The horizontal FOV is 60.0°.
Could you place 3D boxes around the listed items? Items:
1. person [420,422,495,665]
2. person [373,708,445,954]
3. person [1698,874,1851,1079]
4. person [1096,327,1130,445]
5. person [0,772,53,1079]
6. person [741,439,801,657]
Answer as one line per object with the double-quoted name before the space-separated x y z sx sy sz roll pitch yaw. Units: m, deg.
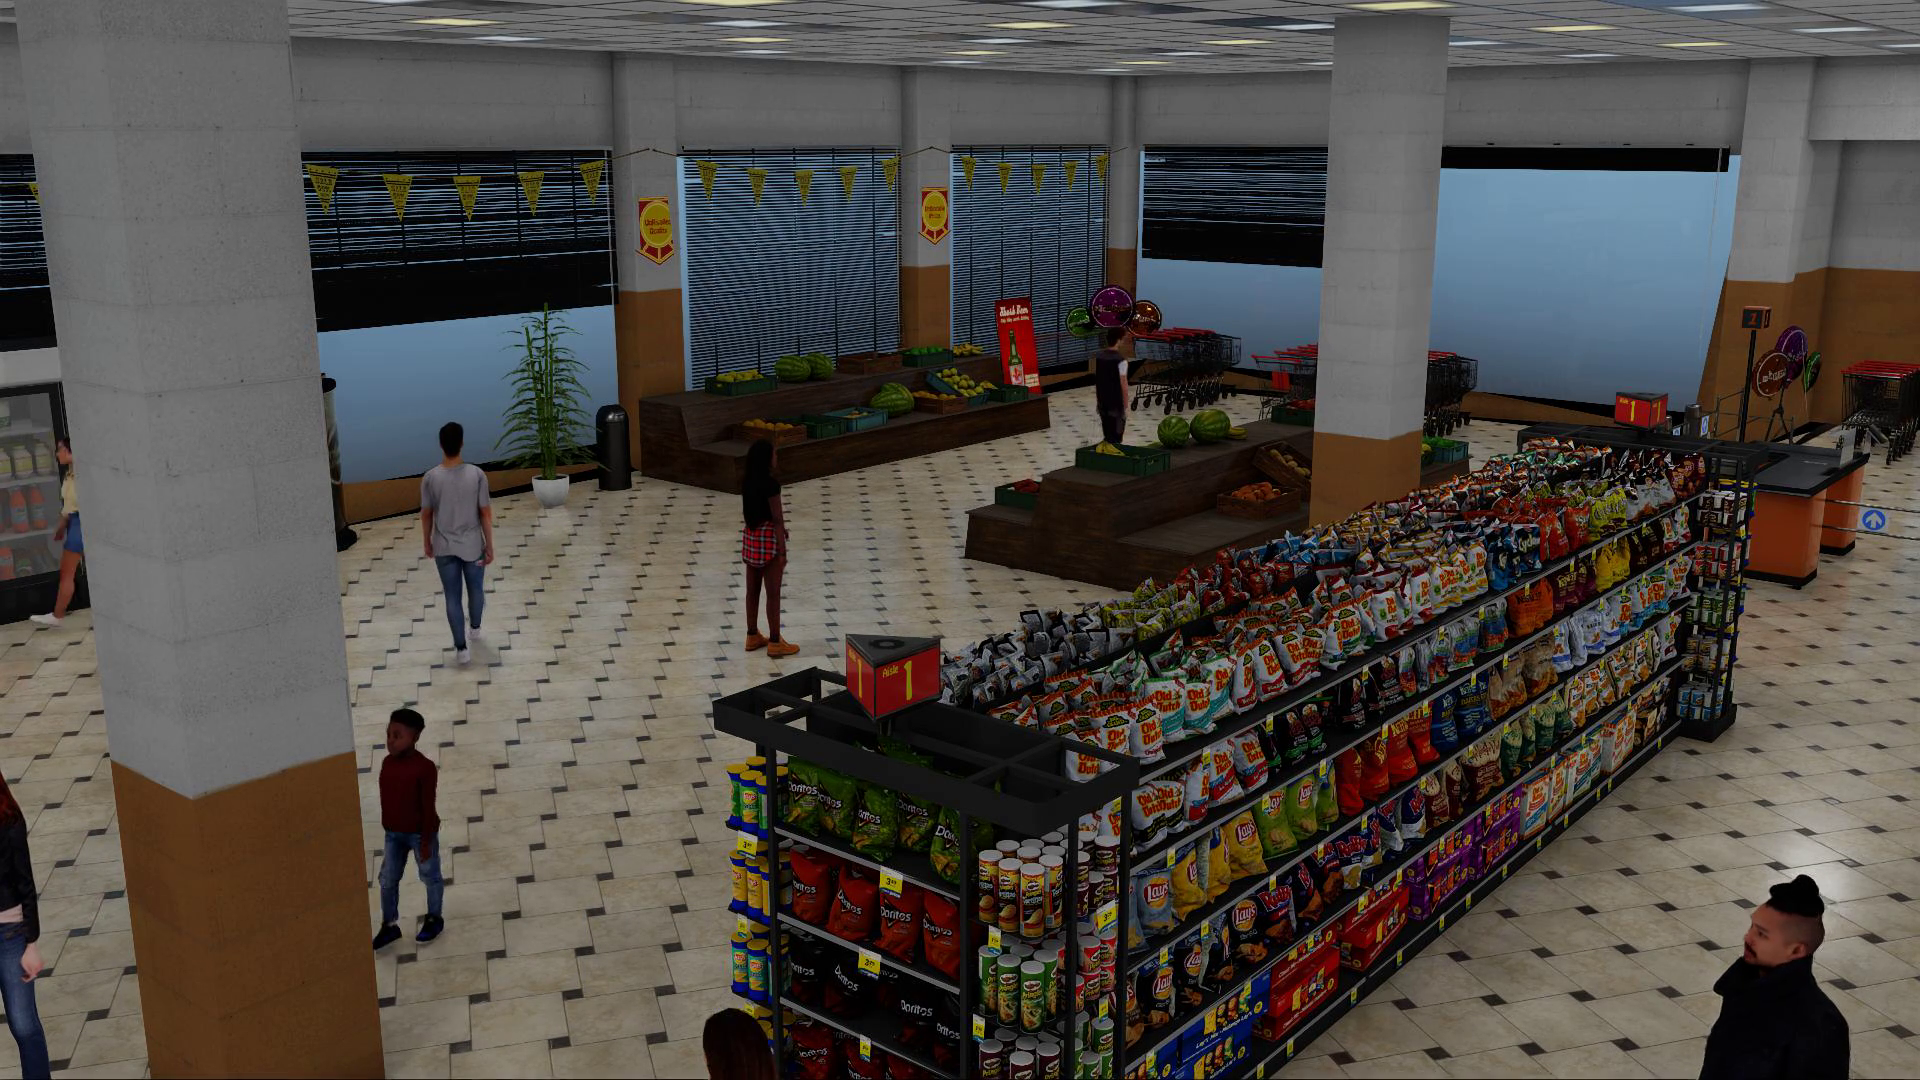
"person" -3.909 0.065 12.946 1.198 1.842 1.147 -4 14 -16
"person" -2.759 1.451 8.499 0.617 1.245 0.705 5 14 19
"person" 2.520 1.923 5.241 0.937 1.862 0.866 0 14 -2
"person" 1.752 -1.597 19.831 1.003 1.828 0.747 -13 19 -43
"person" -3.893 1.622 6.642 0.643 1.787 0.725 -3 14 -12
"person" -1.557 0.056 13.223 0.613 1.729 0.600 13 19 42
